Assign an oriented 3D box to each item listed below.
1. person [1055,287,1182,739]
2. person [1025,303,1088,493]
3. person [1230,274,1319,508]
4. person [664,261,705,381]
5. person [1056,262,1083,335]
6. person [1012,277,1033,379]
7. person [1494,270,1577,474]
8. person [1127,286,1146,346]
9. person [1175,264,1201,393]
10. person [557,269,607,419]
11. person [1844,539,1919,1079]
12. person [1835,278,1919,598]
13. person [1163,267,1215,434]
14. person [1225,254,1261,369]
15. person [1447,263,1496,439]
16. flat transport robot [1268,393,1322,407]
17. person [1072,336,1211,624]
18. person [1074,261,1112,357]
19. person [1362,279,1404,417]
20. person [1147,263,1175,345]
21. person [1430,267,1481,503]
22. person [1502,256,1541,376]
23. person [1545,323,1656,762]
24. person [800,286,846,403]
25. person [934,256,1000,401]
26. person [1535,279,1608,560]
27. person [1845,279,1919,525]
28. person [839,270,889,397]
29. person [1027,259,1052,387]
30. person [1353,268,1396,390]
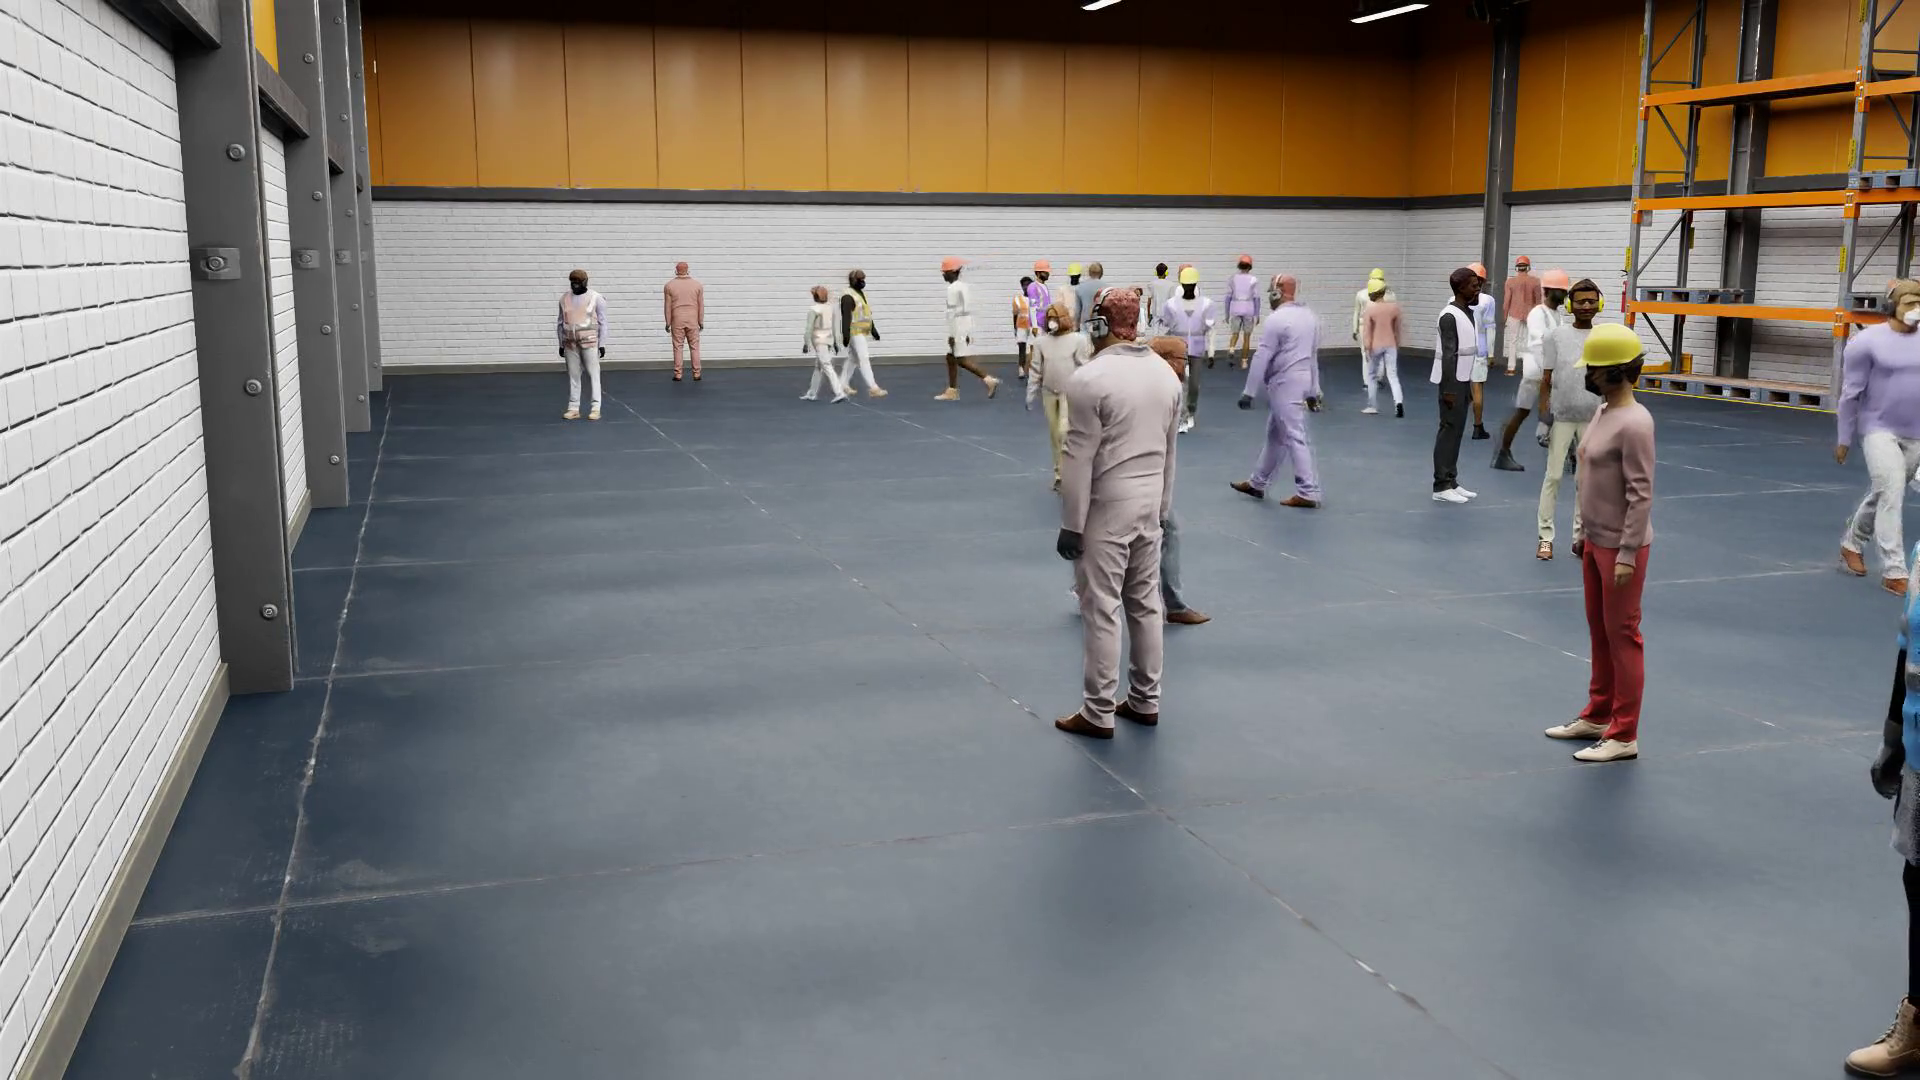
[{"bbox_3d":[0.646,-0.116,7.075,0.646,1.900,0.403,-9,14,-44],"label":"person"},{"bbox_3d":[0.803,-1.202,14.158,0.539,1.611,0.596,5,11,28],"label":"person"},{"bbox_3d":[2.550,-1.212,13.513,0.935,1.862,0.657,7,12,35],"label":"person"},{"bbox_3d":[-4.405,-3.489,26.585,0.640,1.905,0.410,-3,10,-16],"label":"person"},{"bbox_3d":[1.847,-3.519,26.788,0.607,1.895,0.828,3,10,16],"label":"person"},{"bbox_3d":[1.115,-3.467,27.177,0.537,1.653,0.867,1,10,5],"label":"person"},{"bbox_3d":[5.436,-1.540,15.365,0.565,1.880,1.009,-8,13,-40],"label":"person"},{"bbox_3d":[2.127,-2.321,20.583,0.306,1.639,0.524,9,13,43],"label":"person"},{"bbox_3d":[3.302,-3.087,24.308,0.337,1.882,0.585,8,12,38],"label":"person"},{"bbox_3d":[-4.650,-2.395,20.429,0.633,1.839,0.429,2,10,11],"label":"person"},{"bbox_3d":[2.379,0.539,3.881,0.317,1.693,0.539,-2,10,-12],"label":"person"},{"bbox_3d":[5.688,-0.650,10.183,0.644,1.900,0.999,-1,10,-4],"label":"person"},{"bbox_3d":[2.633,-2.190,19.176,0.595,1.891,0.965,0,10,1],"label":"person"},{"bbox_3d":[4.940,-3.988,29.108,0.611,2.031,0.615,4,11,21],"label":"person"},{"bbox_3d":[5.616,-2.068,18.283,0.542,1.928,0.377,7,12,35],"label":"person"},{"bbox_3d":[4.478,-1.930,22.273,0.652,0.197,1.431,1,10,9],"label":"flat transport robot"},{"bbox_3d":[0.990,-0.328,9.160,0.753,1.598,0.500,1,10,8],"label":"person"},{"bbox_3d":[1.997,-3.251,25.174,0.633,1.918,0.779,6,11,30],"label":"person"},{"bbox_3d":[5.297,-2.404,20.829,0.563,1.722,0.826,-2,10,-10],"label":"person"},{"bbox_3d":[3.513,-3.882,28.978,0.508,1.864,0.329,3,10,15],"label":"person"},{"bbox_3d":[4.092,-1.278,13.732,0.386,1.919,0.596,6,11,29],"label":"person"},{"bbox_3d":[9.344,-3.723,27.695,0.609,1.985,0.392,1,10,7],"label":"person"},{"bbox_3d":[2.608,0.014,6.712,0.329,1.763,0.523,1,10,4],"label":"person"},{"bbox_3d":[-1.865,-2.677,22.754,0.852,1.600,0.543,6,12,32],"label":"person"},{"bbox_3d":[0.096,-2.864,22.707,0.894,2.009,0.606,2,10,14],"label":"person"},{"bbox_3d":[4.100,-0.791,11.055,0.515,1.873,0.329,1,10,5],"label":"person"},{"bbox_3d":[6.932,-0.966,12.112,0.584,1.868,0.704,-9,13,-43],"label":"person"},{"bbox_3d":[-1.417,-2.954,23.794,0.833,1.805,0.627,3,10,14],"label":"person"},{"bbox_3d":[1.238,-3.311,25.447,0.361,1.939,0.542,5,11,25],"label":"person"},{"bbox_3d":[6.178,-3.142,24.851,0.605,1.810,0.641,2,10,10],"label":"person"}]
